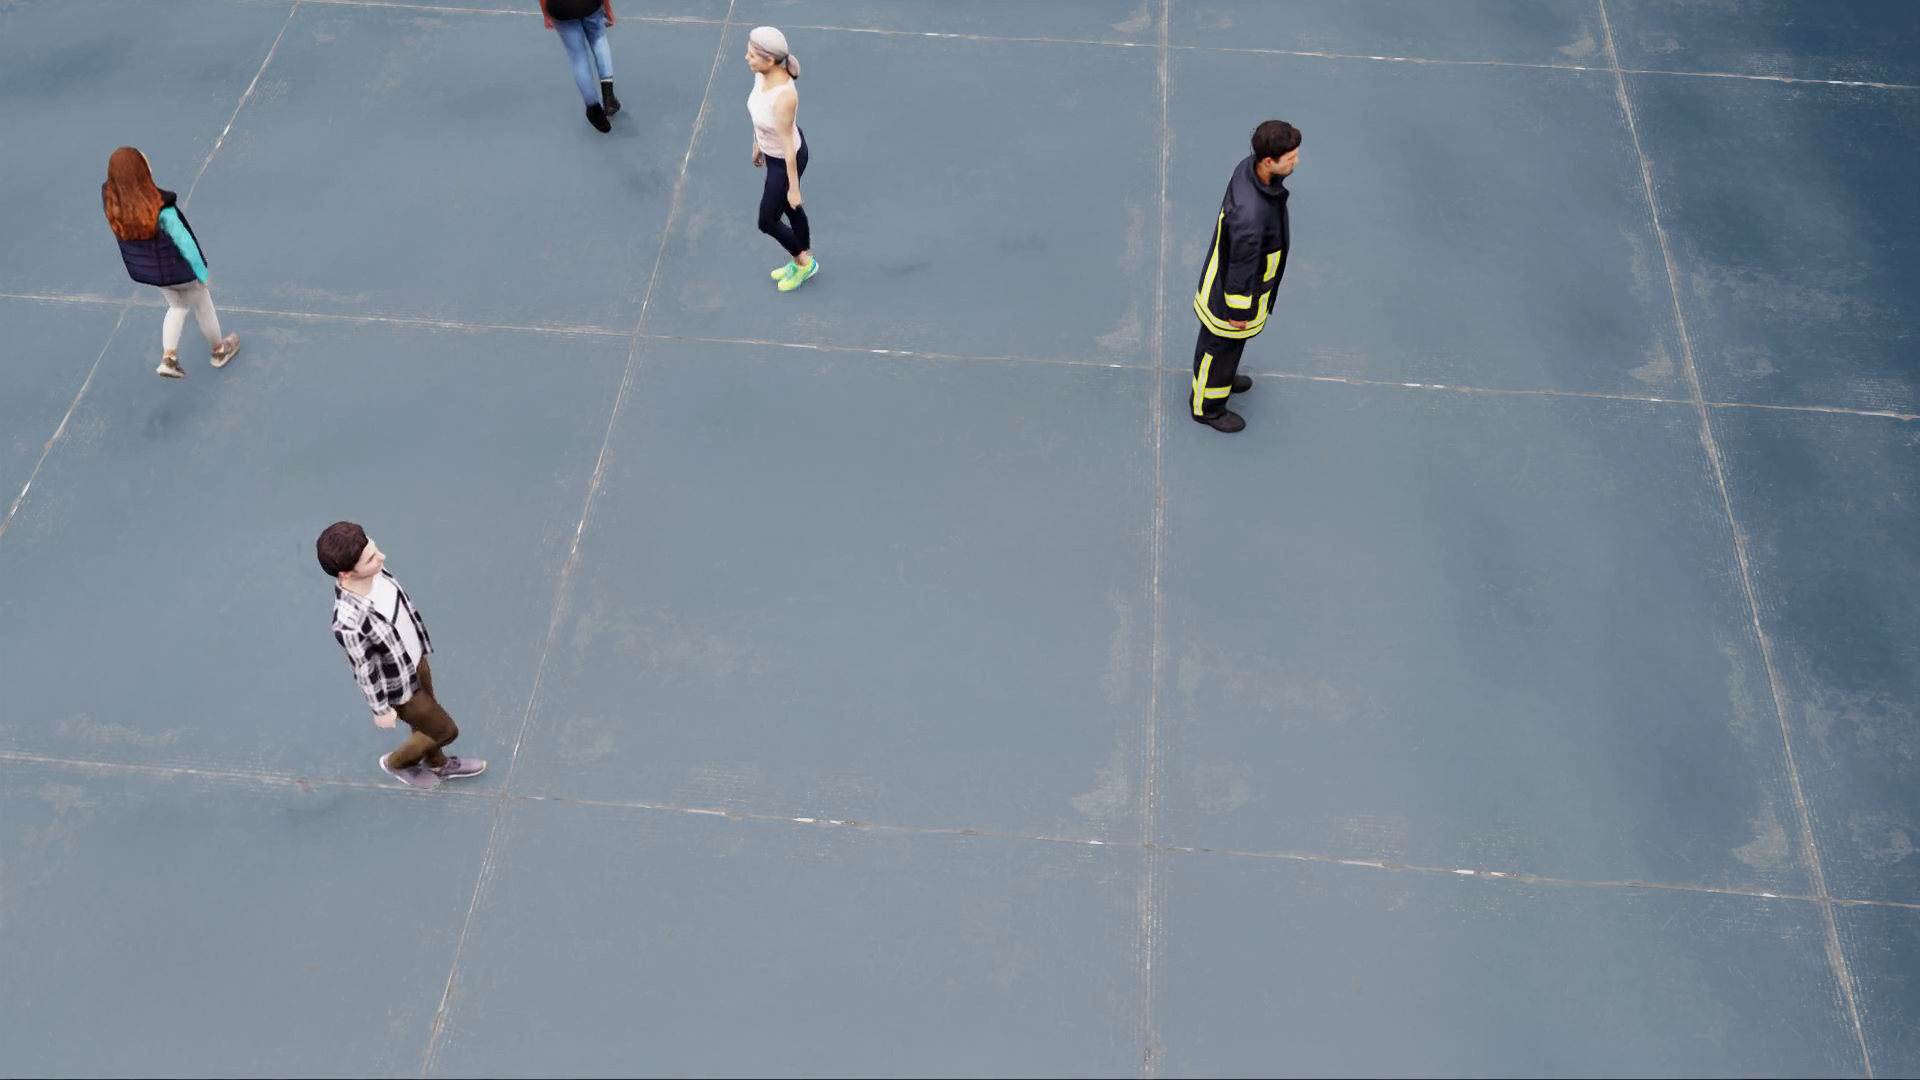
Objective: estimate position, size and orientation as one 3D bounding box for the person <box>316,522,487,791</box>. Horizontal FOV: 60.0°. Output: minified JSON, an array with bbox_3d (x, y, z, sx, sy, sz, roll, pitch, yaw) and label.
[{"bbox_3d":[-2.478,0.554,7.066,0.715,1.799,0.704,-3,52,-2],"label":"person"}]

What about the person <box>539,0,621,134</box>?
[{"bbox_3d":[-2.278,-3.147,10.004,0.665,1.687,0.745,-21,55,-15],"label":"person"}]

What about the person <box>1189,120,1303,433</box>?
[{"bbox_3d":[1.422,-1.356,8.467,0.720,1.924,0.830,11,53,9],"label":"person"}]

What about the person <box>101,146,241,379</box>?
[{"bbox_3d":[-4.221,-1.402,8.781,0.754,1.484,0.724,13,53,10],"label":"person"}]

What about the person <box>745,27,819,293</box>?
[{"bbox_3d":[-0.886,-2.101,9.188,0.712,1.696,0.721,-15,54,-11],"label":"person"}]
